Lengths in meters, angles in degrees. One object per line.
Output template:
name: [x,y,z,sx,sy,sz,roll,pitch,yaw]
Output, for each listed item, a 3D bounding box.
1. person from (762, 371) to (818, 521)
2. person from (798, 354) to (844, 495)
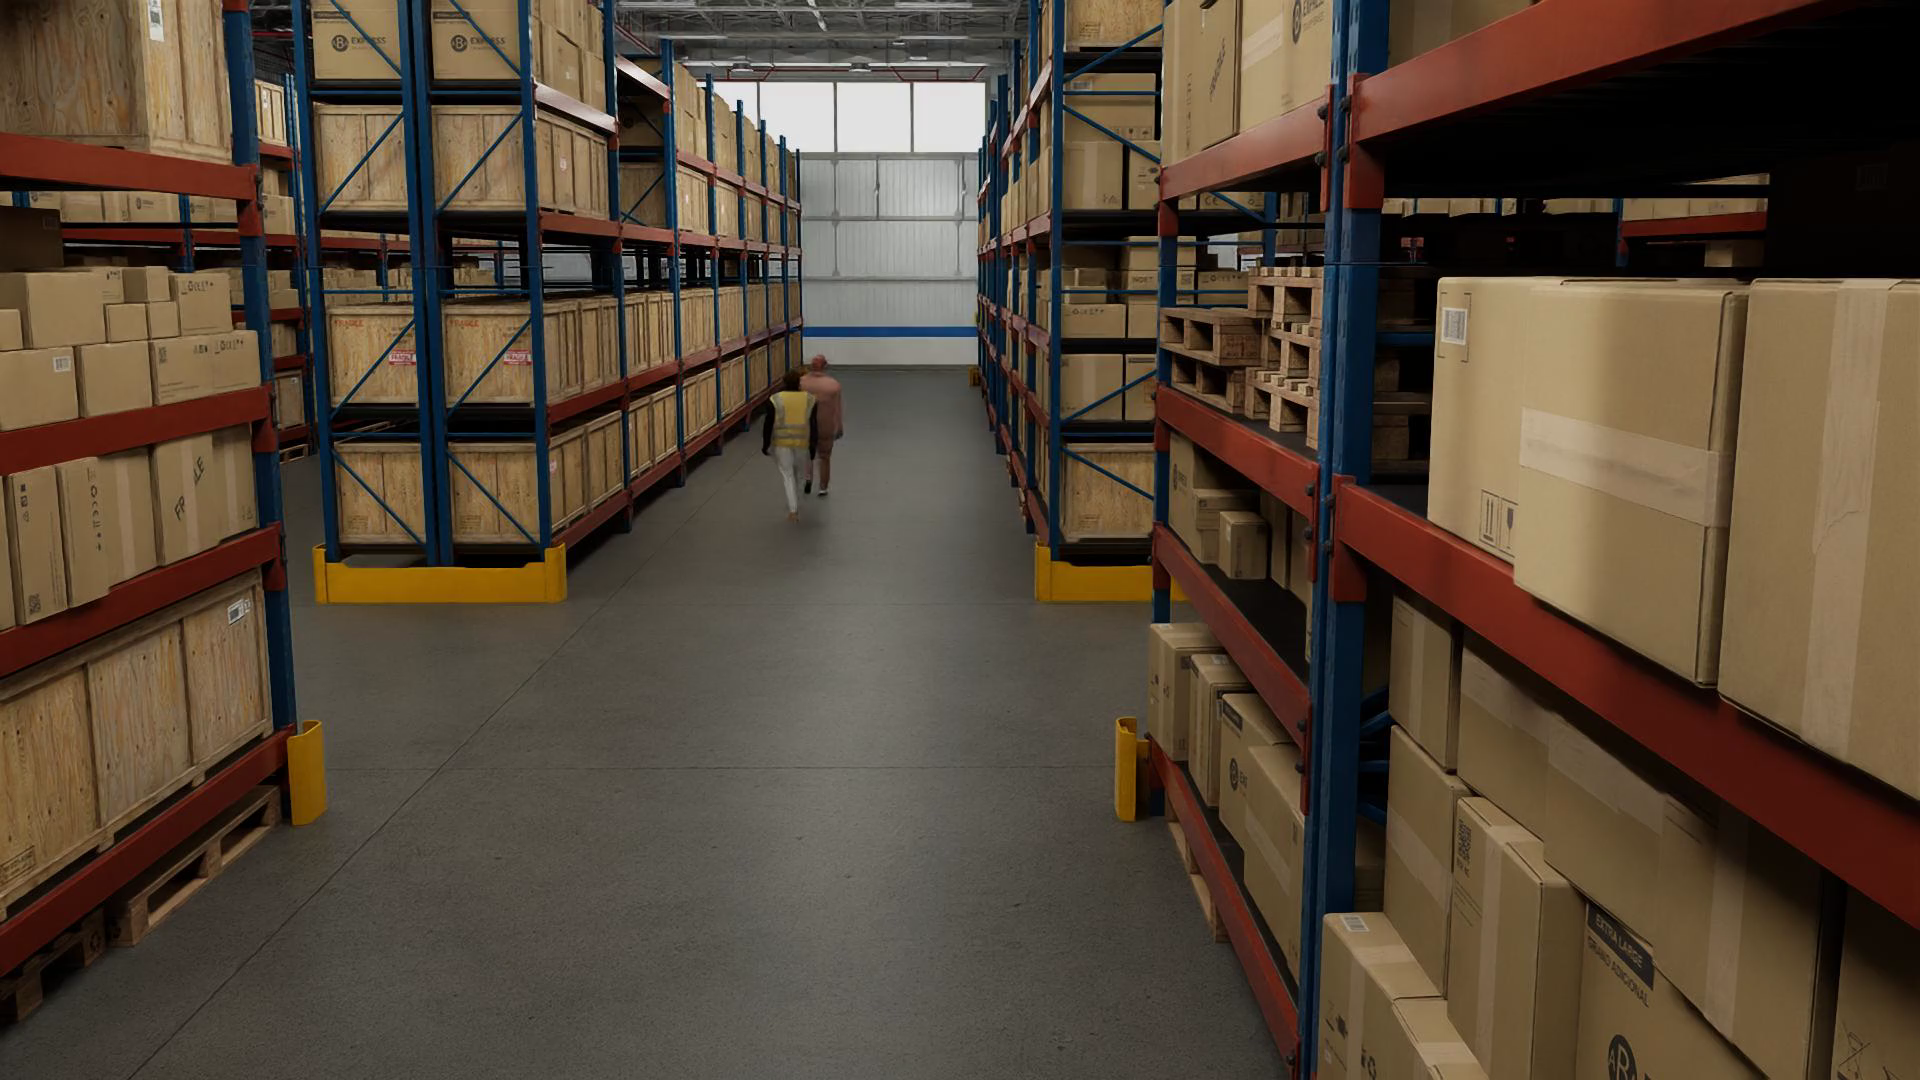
person: [-2.076,-1.153,20.281,0.633,1.795,0.957,-4,10,-21]
person: [-1.882,-1.533,22.261,0.681,1.894,0.427,0,9,2]
